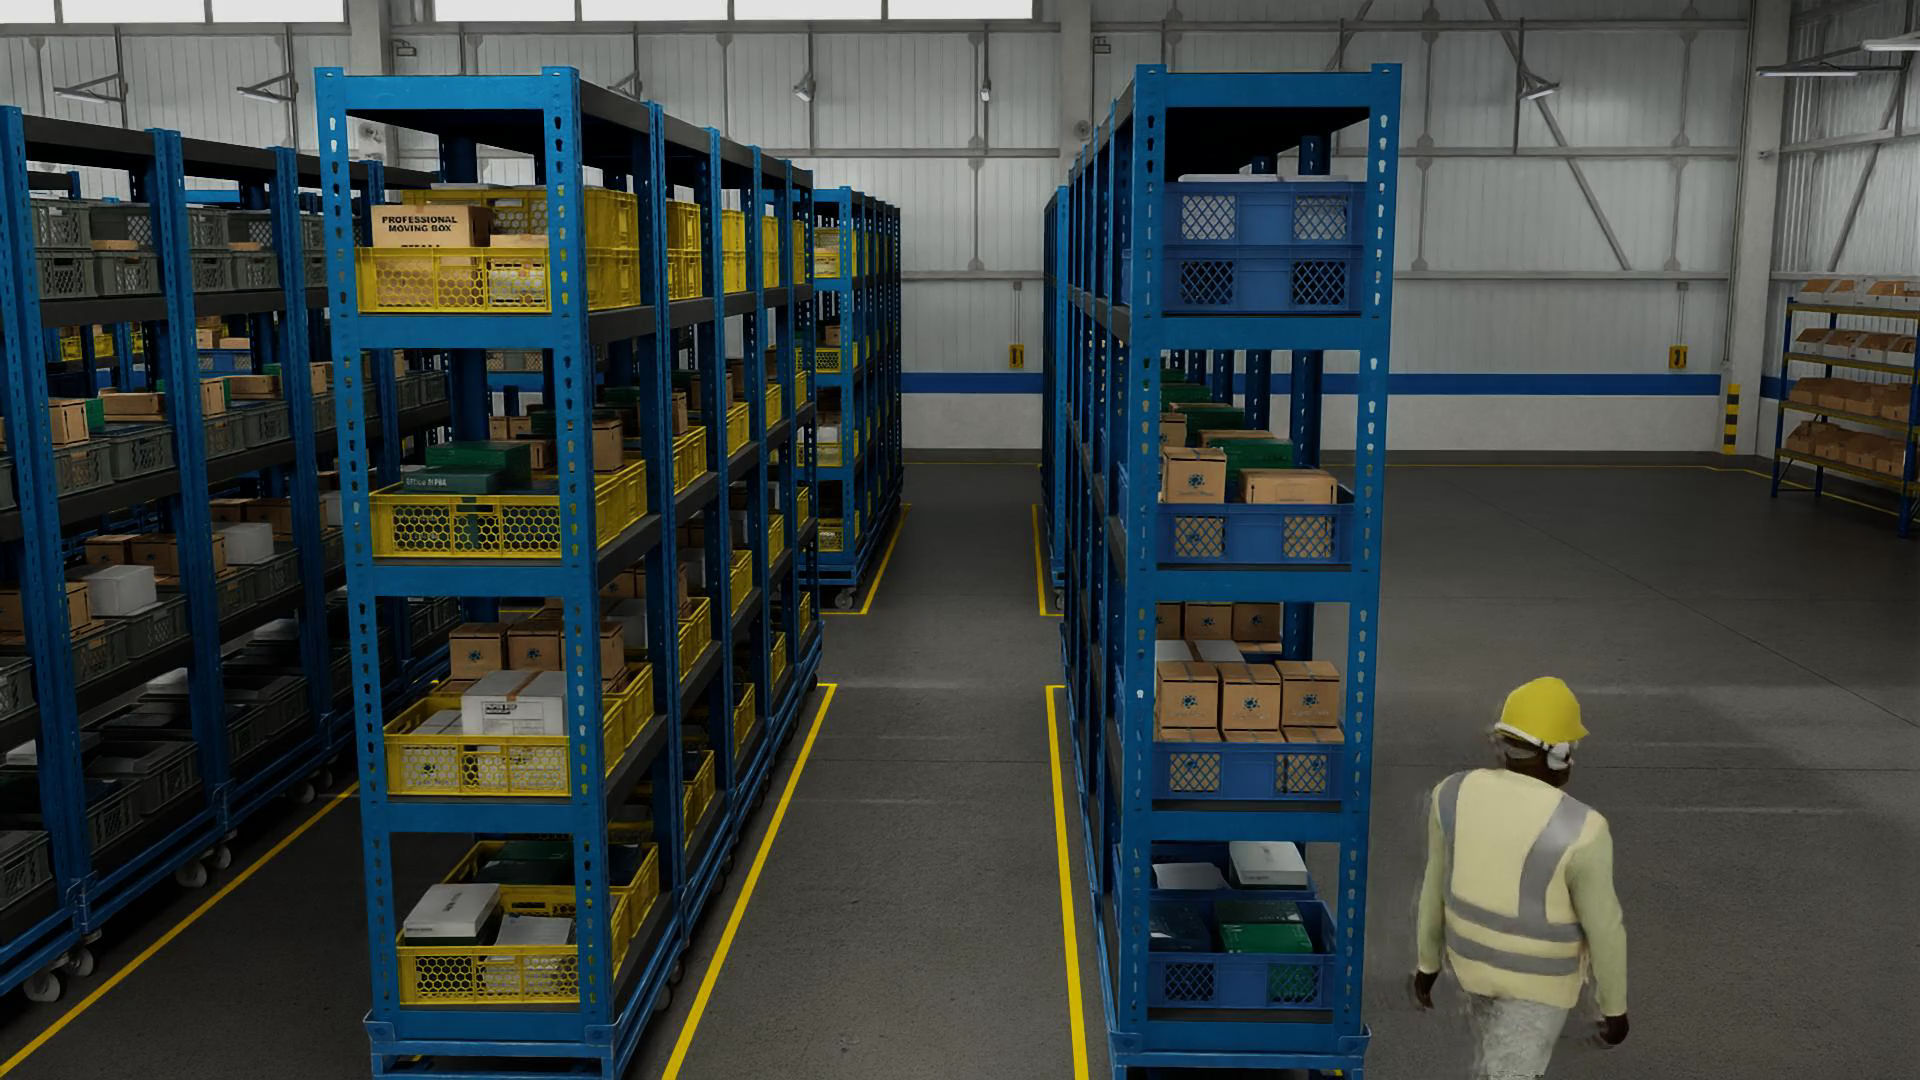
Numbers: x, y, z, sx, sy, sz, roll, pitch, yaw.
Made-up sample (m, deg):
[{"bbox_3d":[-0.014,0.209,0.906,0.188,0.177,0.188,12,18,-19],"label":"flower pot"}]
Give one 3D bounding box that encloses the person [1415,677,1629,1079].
[{"bbox_3d":[1.719,1.296,5.072,0.940,1.780,0.612,-7,12,-34],"label":"person"}]
